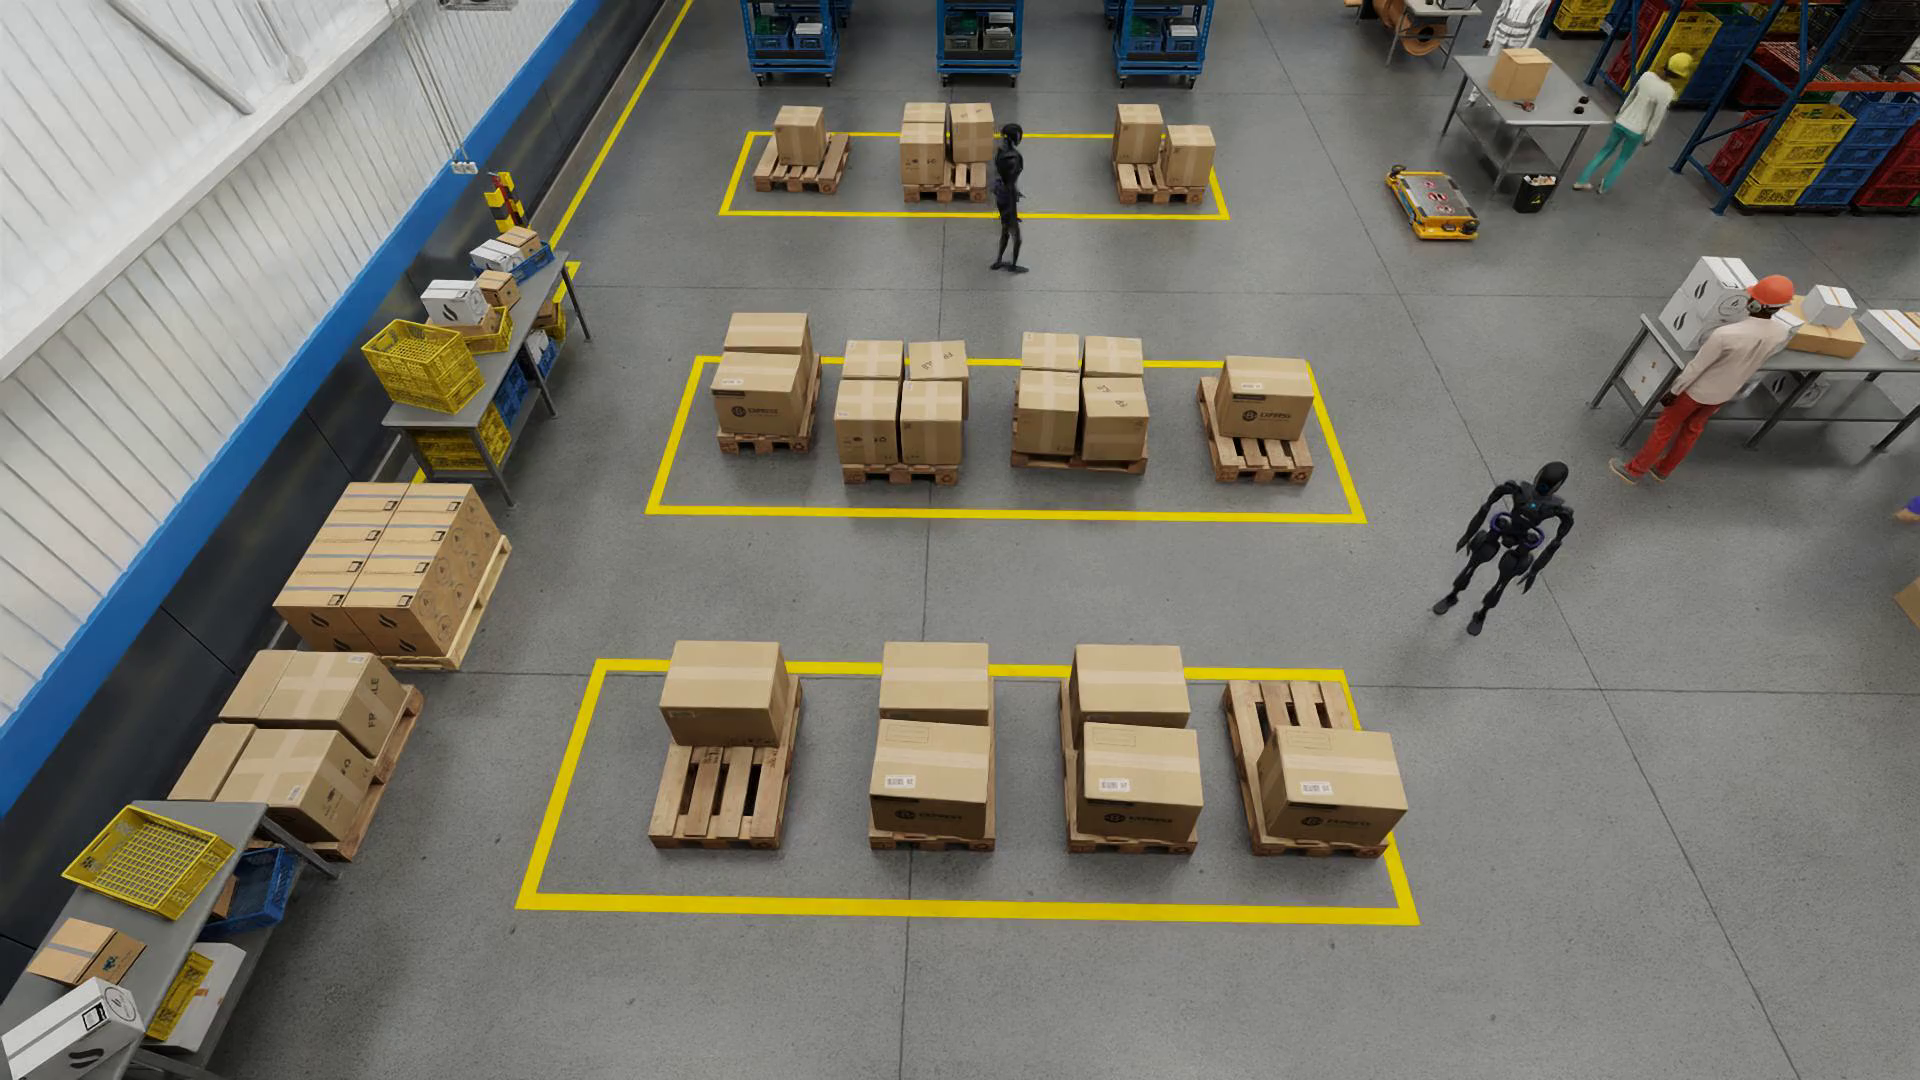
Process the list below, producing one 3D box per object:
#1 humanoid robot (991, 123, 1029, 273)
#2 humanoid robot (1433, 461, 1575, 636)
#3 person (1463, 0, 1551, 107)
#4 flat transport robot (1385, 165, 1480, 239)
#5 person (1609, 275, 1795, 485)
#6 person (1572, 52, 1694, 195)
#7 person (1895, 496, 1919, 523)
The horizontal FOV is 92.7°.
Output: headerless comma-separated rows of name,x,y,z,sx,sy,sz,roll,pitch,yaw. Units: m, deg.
humanoid robot,0.548,-3.591,9.715,0.421,1.650,0.653,-5,49,-4
humanoid robot,3.877,0.069,6.536,0.563,1.652,0.357,36,58,27
person,7.327,-6.664,12.235,0.574,1.882,0.356,29,55,23
flat transport robot,5.692,-4.094,11.059,0.652,0.197,1.431,1,49,1
person,6.082,-1.259,7.491,0.615,1.985,0.407,-6,49,-5
person,7.962,-4.873,10.790,0.445,1.723,0.565,-15,51,-12
person,8.451,-0.911,7.151,1.002,2.000,0.694,2,49,2
